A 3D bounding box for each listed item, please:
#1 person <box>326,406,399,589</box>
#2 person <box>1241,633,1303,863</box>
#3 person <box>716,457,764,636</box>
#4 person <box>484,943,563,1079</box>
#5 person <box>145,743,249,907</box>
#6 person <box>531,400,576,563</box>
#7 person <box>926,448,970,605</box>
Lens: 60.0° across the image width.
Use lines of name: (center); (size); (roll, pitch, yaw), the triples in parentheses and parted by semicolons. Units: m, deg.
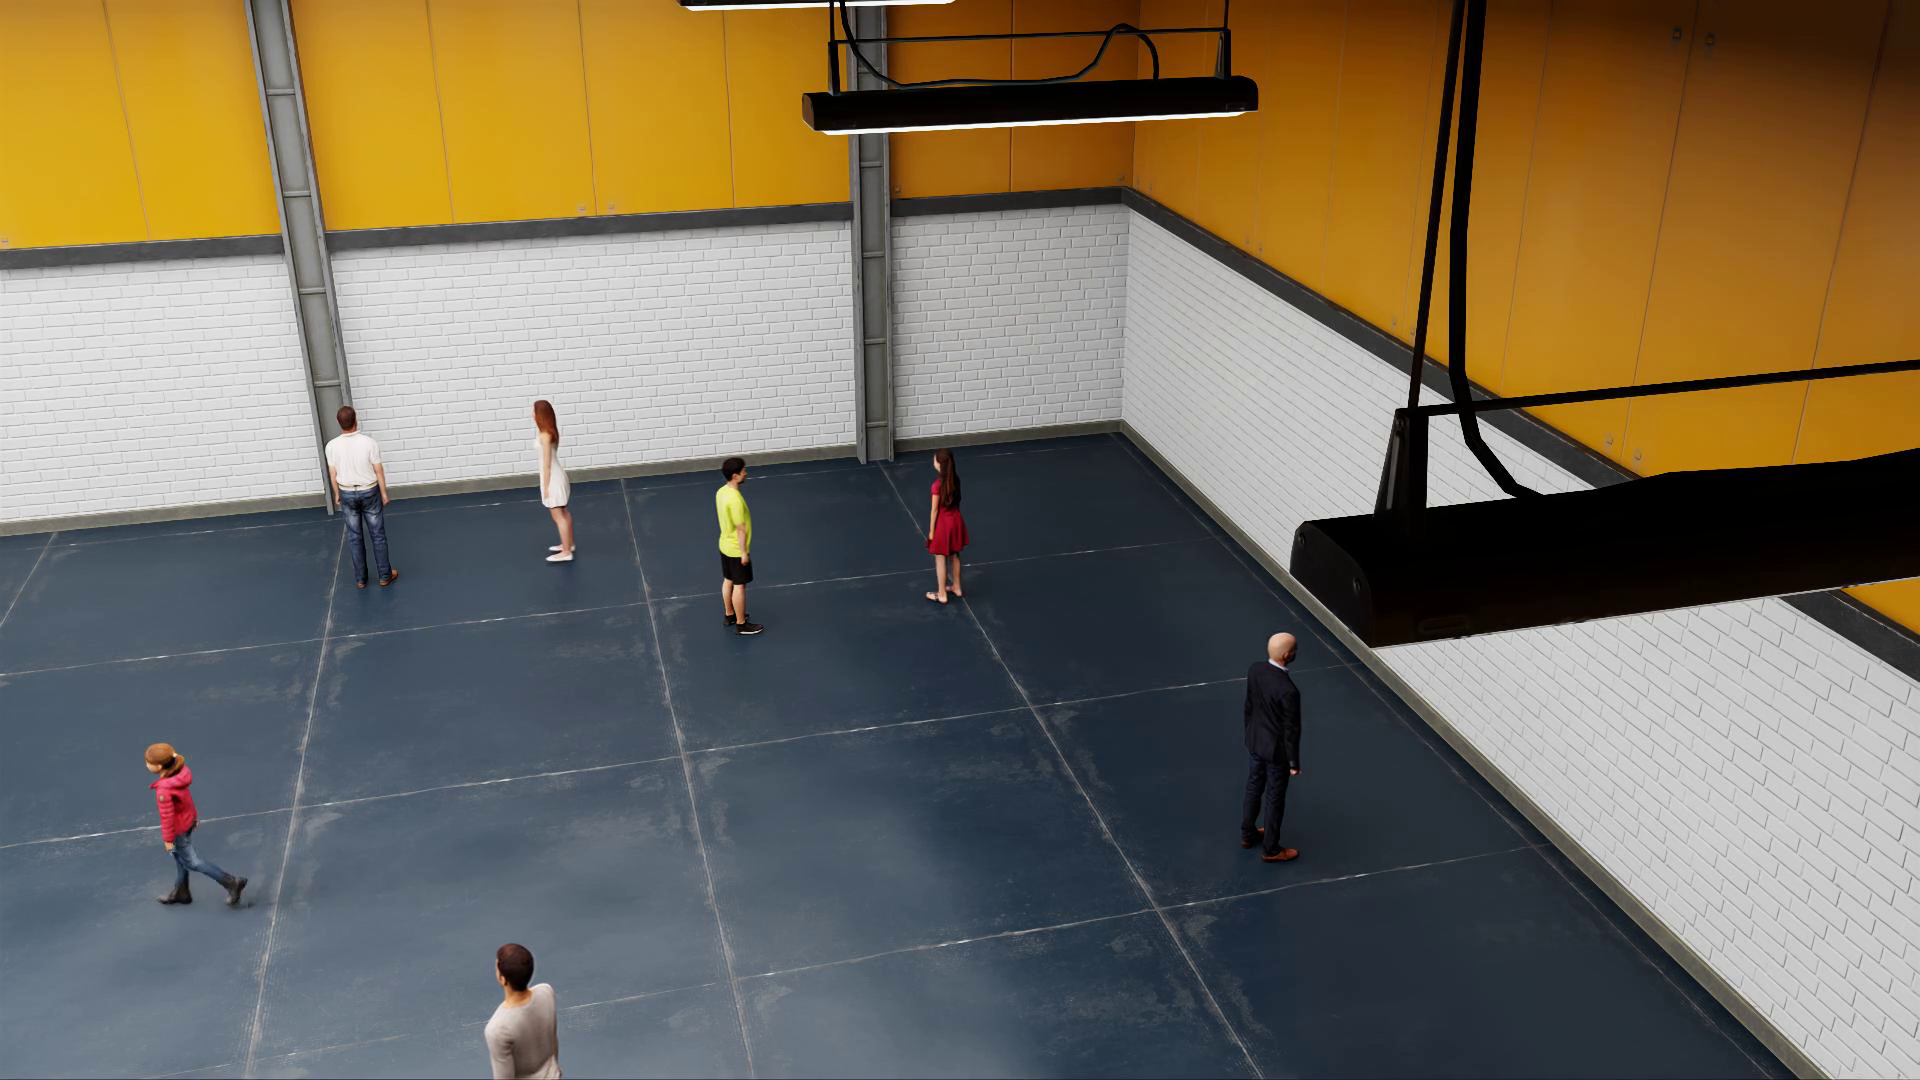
person: (-5.895, -0.426, 16.328); (0.533, 1.856, 0.736); (-4, 24, -9)
person: (2.253, 1.481, 12.037); (0.671, 1.799, 0.753); (-13, 27, -27)
person: (-2.090, 0.042, 15.443); (0.608, 1.707, 0.664); (-12, 26, -26)
person: (-2.244, 2.903, 8.699); (0.784, 1.866, 0.747); (10, 26, 22)
person: (-5.316, 1.988, 11.509); (0.892, 1.294, 0.574); (-4, 24, -8)
person: (-4.141, -0.620, 16.957); (0.567, 1.708, 0.592); (-3, 24, -6)
person: (-0.128, -0.150, 16.079); (0.733, 1.550, 0.673); (20, 31, 38)
